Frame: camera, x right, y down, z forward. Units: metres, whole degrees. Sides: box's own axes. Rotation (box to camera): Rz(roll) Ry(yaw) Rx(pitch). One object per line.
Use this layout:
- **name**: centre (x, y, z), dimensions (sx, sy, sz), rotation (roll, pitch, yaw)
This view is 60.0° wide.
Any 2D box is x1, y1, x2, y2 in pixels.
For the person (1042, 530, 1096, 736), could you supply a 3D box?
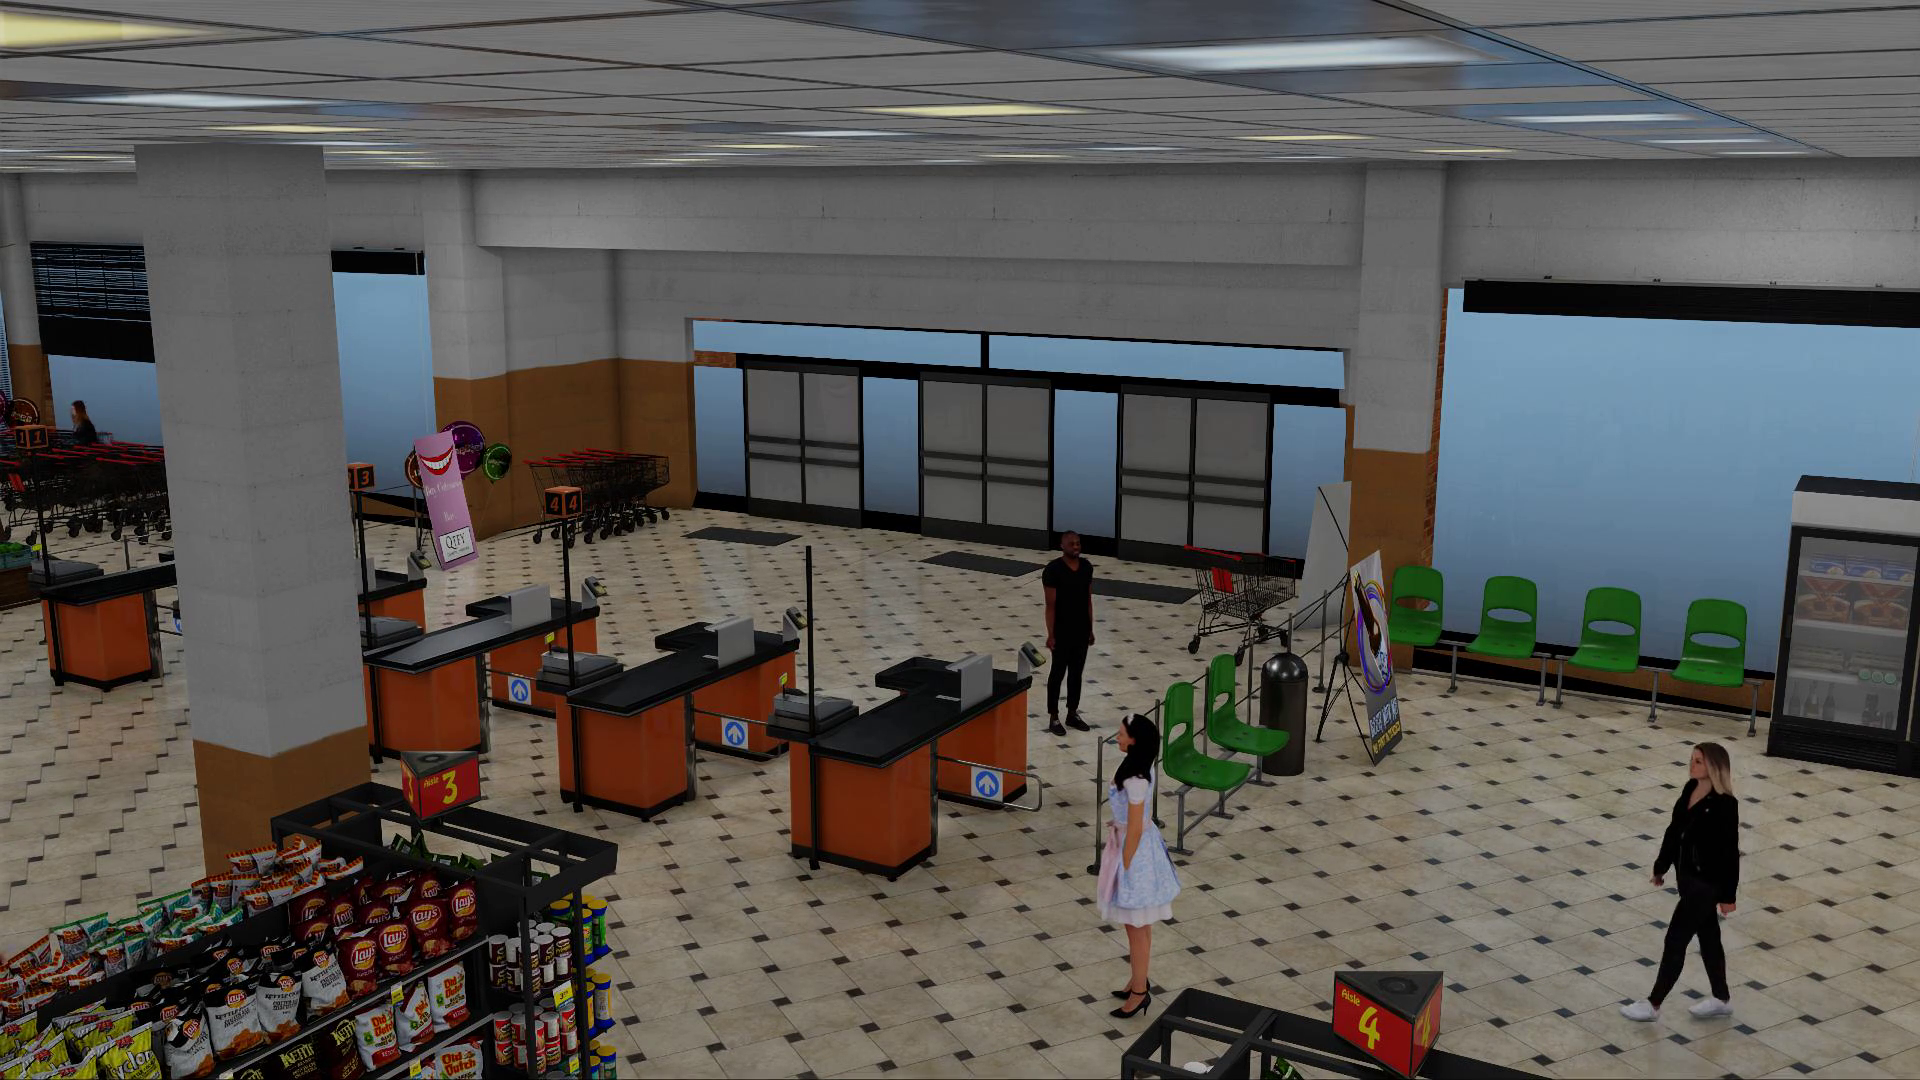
- **person**: centre (0.964, 0.802, 14.725), dimensions (0.672, 1.819, 0.806), rotation (-7, 14, -30)

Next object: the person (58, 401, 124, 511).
- **person**: centre (-12.934, -1.254, 24.906), dimensions (1.222, 1.648, 0.961), rotation (-7, 14, -30)

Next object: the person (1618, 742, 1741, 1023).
- **person**: centre (4.335, 1.977, 9.542), dimensions (1.033, 1.656, 1.010), rotation (-2, 12, -9)

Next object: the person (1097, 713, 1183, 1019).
- **person**: centre (1.010, 1.875, 9.630), dimensions (0.862, 1.819, 0.776), rotation (2, 12, 10)
